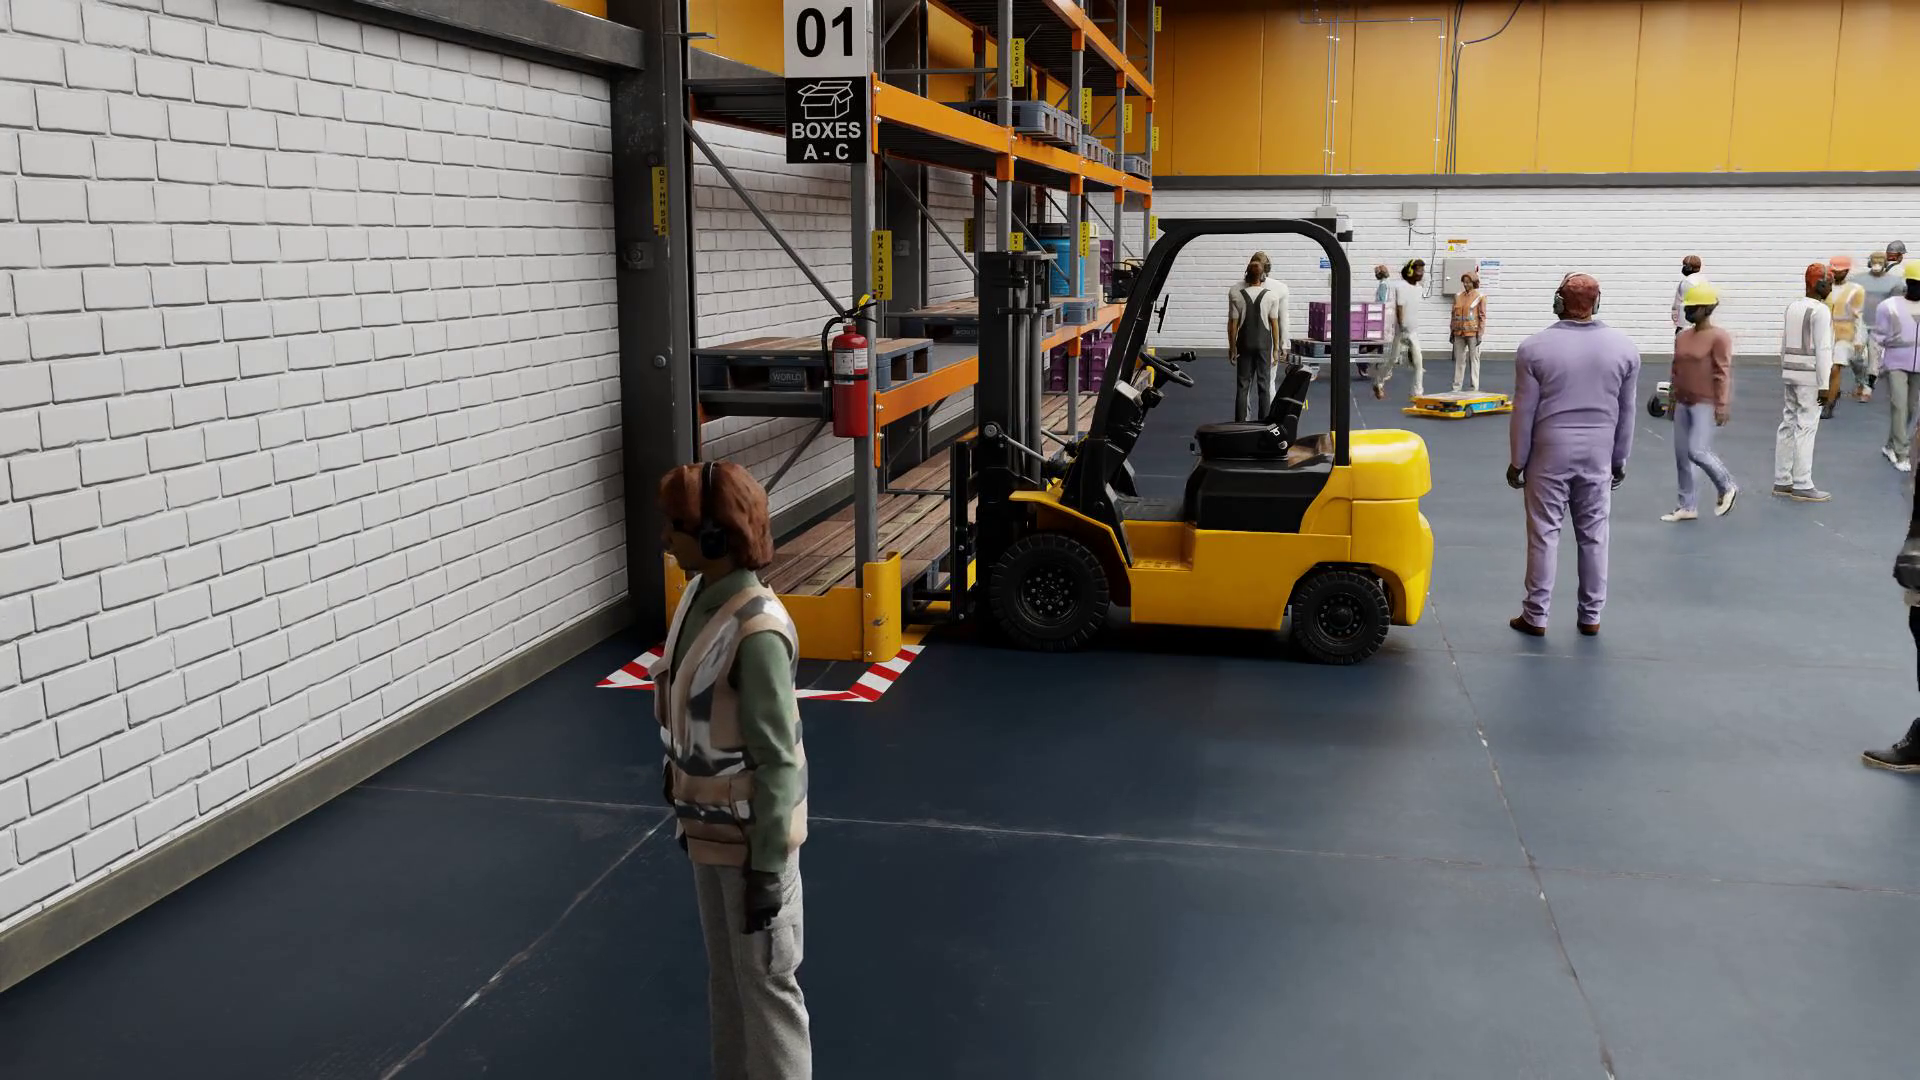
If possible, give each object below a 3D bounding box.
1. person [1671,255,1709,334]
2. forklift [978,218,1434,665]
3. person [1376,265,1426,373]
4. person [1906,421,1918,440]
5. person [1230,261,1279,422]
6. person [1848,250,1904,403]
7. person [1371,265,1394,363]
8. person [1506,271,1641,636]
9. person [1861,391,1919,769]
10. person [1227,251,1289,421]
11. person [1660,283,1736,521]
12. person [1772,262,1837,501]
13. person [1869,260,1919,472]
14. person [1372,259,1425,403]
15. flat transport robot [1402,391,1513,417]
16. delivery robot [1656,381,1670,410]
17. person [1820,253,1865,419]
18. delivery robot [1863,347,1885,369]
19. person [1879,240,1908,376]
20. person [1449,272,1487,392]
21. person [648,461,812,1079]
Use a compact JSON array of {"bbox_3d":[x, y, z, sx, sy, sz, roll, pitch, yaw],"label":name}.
[{"bbox_3d":[9.858,-2.925,22.530,0.633,1.841,0.429,-10,14,-44],"label":"person"},{"bbox_3d":[1.285,-0.567,8.635,2.313,2.155,1.214,2,11,11],"label":"forklift"},{"bbox_3d":[6.793,-3.401,25.565,0.748,1.672,0.533,5,11,25],"label":"person"},{"bbox_3d":[9.958,-1.898,16.890,0.389,1.845,0.567,-3,11,-14],"label":"person"},{"bbox_3d":[3.052,-1.965,17.270,0.506,1.841,0.346,3,11,15],"label":"person"},{"bbox_3d":[11.492,-2.686,20.984,0.653,1.927,0.432,7,12,32],"label":"person"},{"bbox_3d":[6.993,-3.681,27.292,0.461,1.618,0.712,3,11,16],"label":"person"},{"bbox_3d":[3.185,-0.441,8.719,0.642,1.913,0.408,0,10,1],"label":"person"},{"bbox_3d":[3.898,-0.049,6.550,0.712,1.942,0.366,-5,12,-26],"label":"person"},{"bbox_3d":[3.115,-2.038,17.406,0.634,1.936,0.351,2,11,13],"label":"person"},{"bbox_3d":[5.417,-0.992,12.169,0.446,1.759,0.525,-3,11,-16],"label":"person"},{"bbox_3d":[6.754,-1.257,13.260,0.356,1.887,0.572,-1,10,-3],"label":"person"},{"bbox_3d":[8.614,-1.594,15.109,0.599,1.891,0.891,1,10,4],"label":"person"},{"bbox_3d":[5.631,-2.657,21.130,0.524,1.824,0.968,-5,12,-27],"label":"person"},{"bbox_3d":[5.907,-1.607,19.608,1.431,0.197,0.652,-9,14,-40],"label":"flat transport robot"},{"bbox_3d":[8.412,-1.724,19.215,0.707,0.478,0.477,-4,11,-23],"label":"delivery robot"},{"bbox_3d":[10.126,-2.355,19.207,0.585,1.914,0.577,-9,14,-41],"label":"person"},{"bbox_3d":[13.846,-2.766,24.926,0.707,0.478,0.477,-9,13,-40],"label":"delivery robot"},{"bbox_3d":[14.060,-3.492,25.091,0.537,2.000,0.678,-3,11,-17],"label":"person"},{"bbox_3d":[6.590,-2.656,21.608,0.307,1.639,0.513,-8,13,-38],"label":"person"},{"bbox_3d":[-0.478,0.641,3.543,0.314,1.636,0.515,-5,11,-24],"label":"person"}]
